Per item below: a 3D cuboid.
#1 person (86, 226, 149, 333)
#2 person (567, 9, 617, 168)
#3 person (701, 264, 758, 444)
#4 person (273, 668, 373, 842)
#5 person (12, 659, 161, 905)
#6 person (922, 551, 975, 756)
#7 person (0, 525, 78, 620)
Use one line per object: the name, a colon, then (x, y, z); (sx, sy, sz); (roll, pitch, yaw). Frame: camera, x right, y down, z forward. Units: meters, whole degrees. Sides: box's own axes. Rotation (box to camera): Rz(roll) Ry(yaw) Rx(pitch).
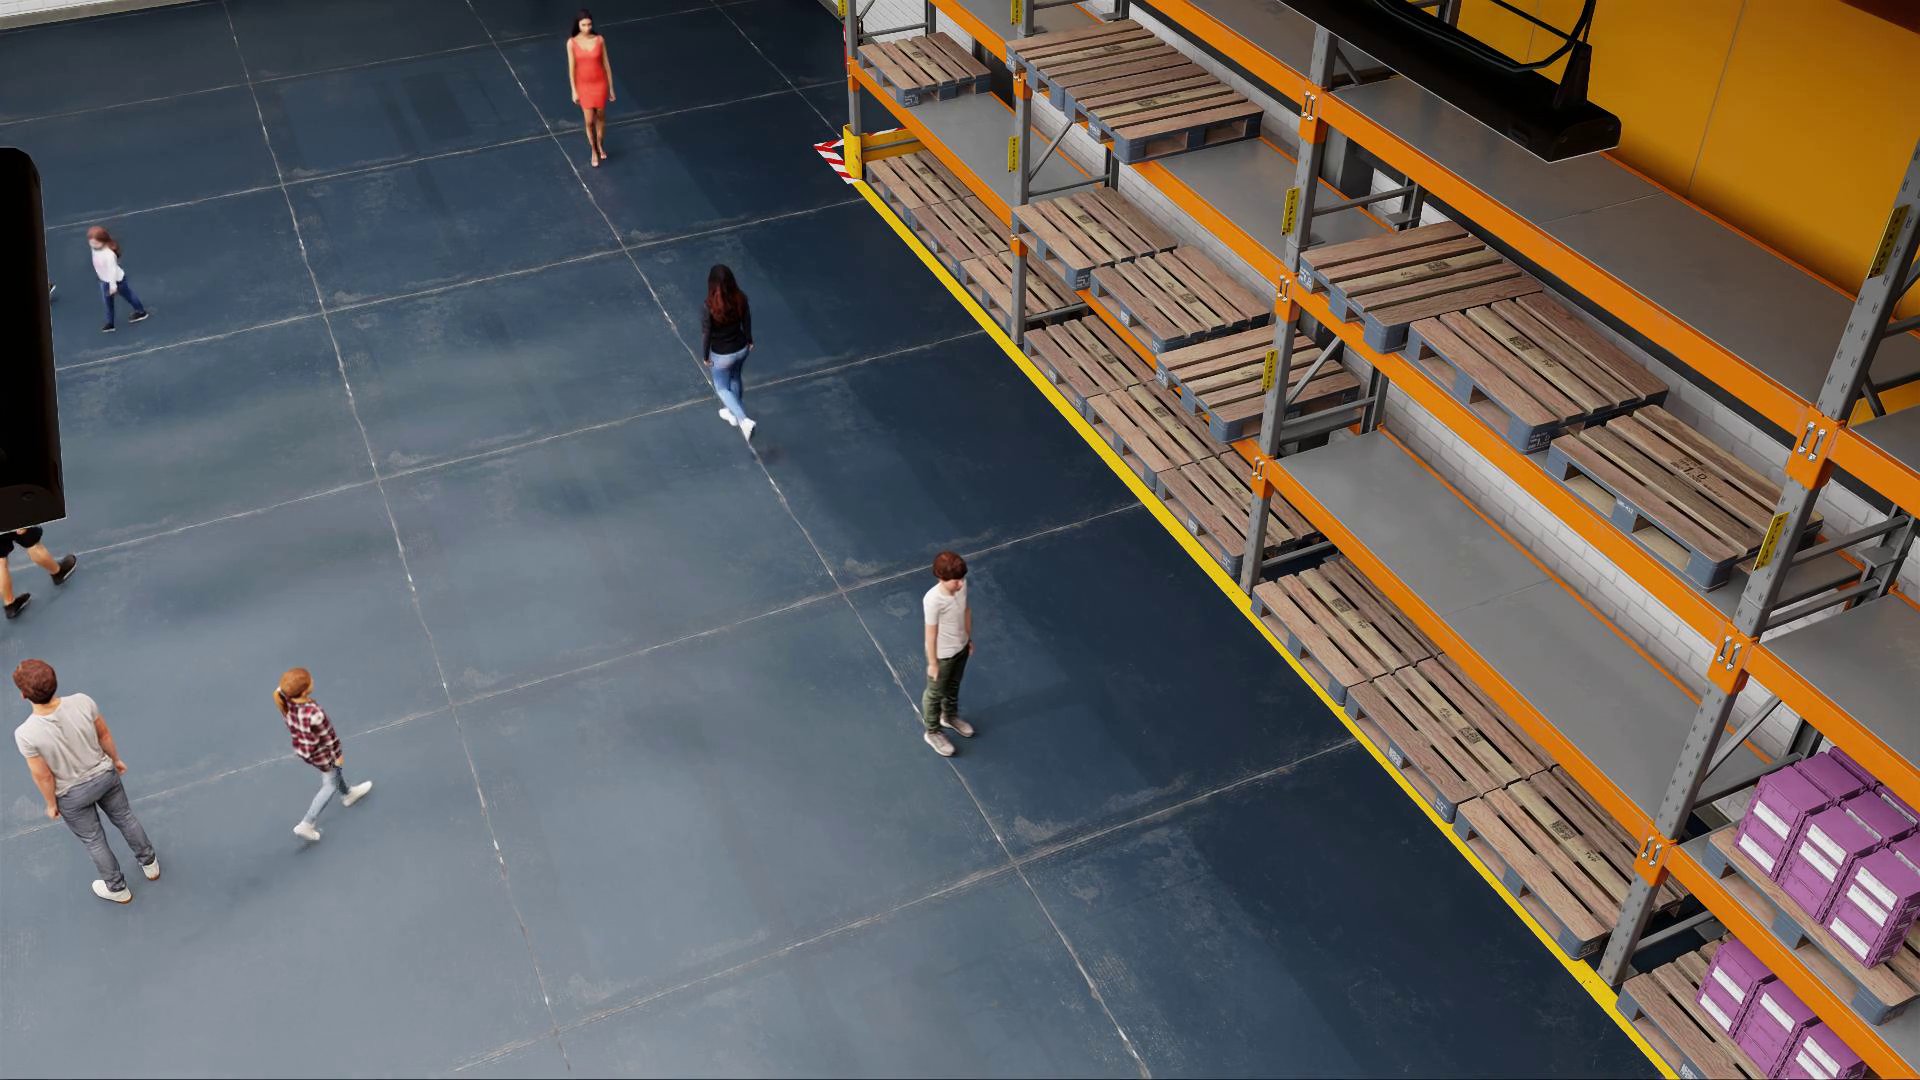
person: (-7.935, -2.496, 15.619); (0.745, 1.081, 0.763); (26, 45, 29)
person: (-4.059, -5.003, 18.259); (0.600, 1.704, 0.669); (-16, 41, -19)
person: (-1.918, -1.557, 14.017); (0.769, 1.614, 1.012); (-26, 45, -28)
person: (-4.149, 1.362, 10.623); (0.886, 1.289, 0.853); (23, 44, 26)
person: (-5.282, 1.452, 10.021); (0.737, 1.899, 0.735); (23, 44, 27)
person: (-0.089, 0.722, 11.132); (0.657, 1.653, 0.642); (24, 44, 27)
person: (-7.117, -0.147, 12.198); (0.935, 1.680, 1.059); (5, 39, 7)
